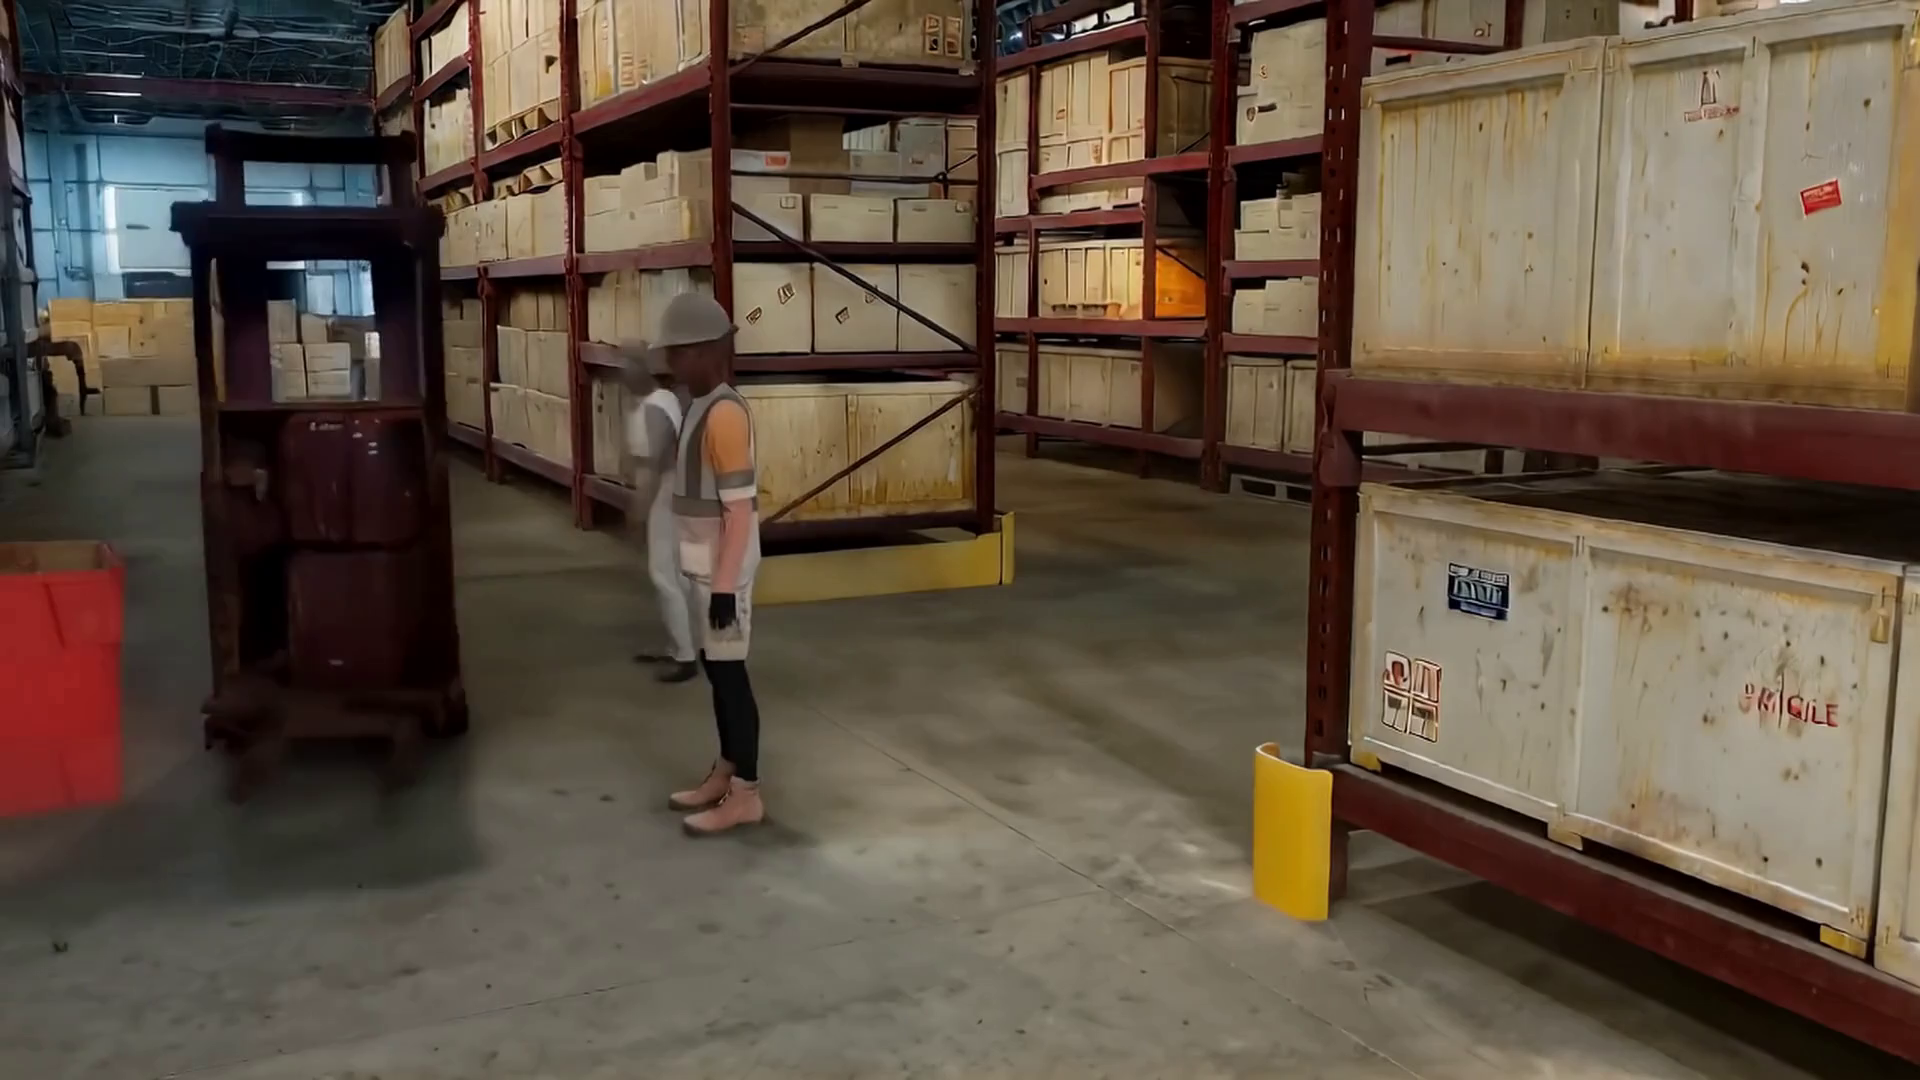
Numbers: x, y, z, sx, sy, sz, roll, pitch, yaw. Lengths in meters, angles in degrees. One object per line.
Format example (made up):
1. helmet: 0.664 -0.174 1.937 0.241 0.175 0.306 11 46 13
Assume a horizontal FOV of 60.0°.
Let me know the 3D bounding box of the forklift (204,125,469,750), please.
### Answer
1. forklift: -3.092 -0.589 8.152 1.129 2.768 1.873 -3 9 -19

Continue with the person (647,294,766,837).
1. person: -0.959 0.098 6.292 0.395 2.038 0.614 -3 9 -17

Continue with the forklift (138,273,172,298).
1. forklift: -24.694 -6.828 51.173 1.129 2.768 1.873 0 8 2

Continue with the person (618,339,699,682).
1. person: -1.614 -0.174 8.992 0.417 1.816 0.778 -3 9 -18

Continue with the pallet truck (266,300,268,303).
1. pallet truck: -23.913 -7.404 58.171 1.885 1.965 0.823 -1 8 -9
